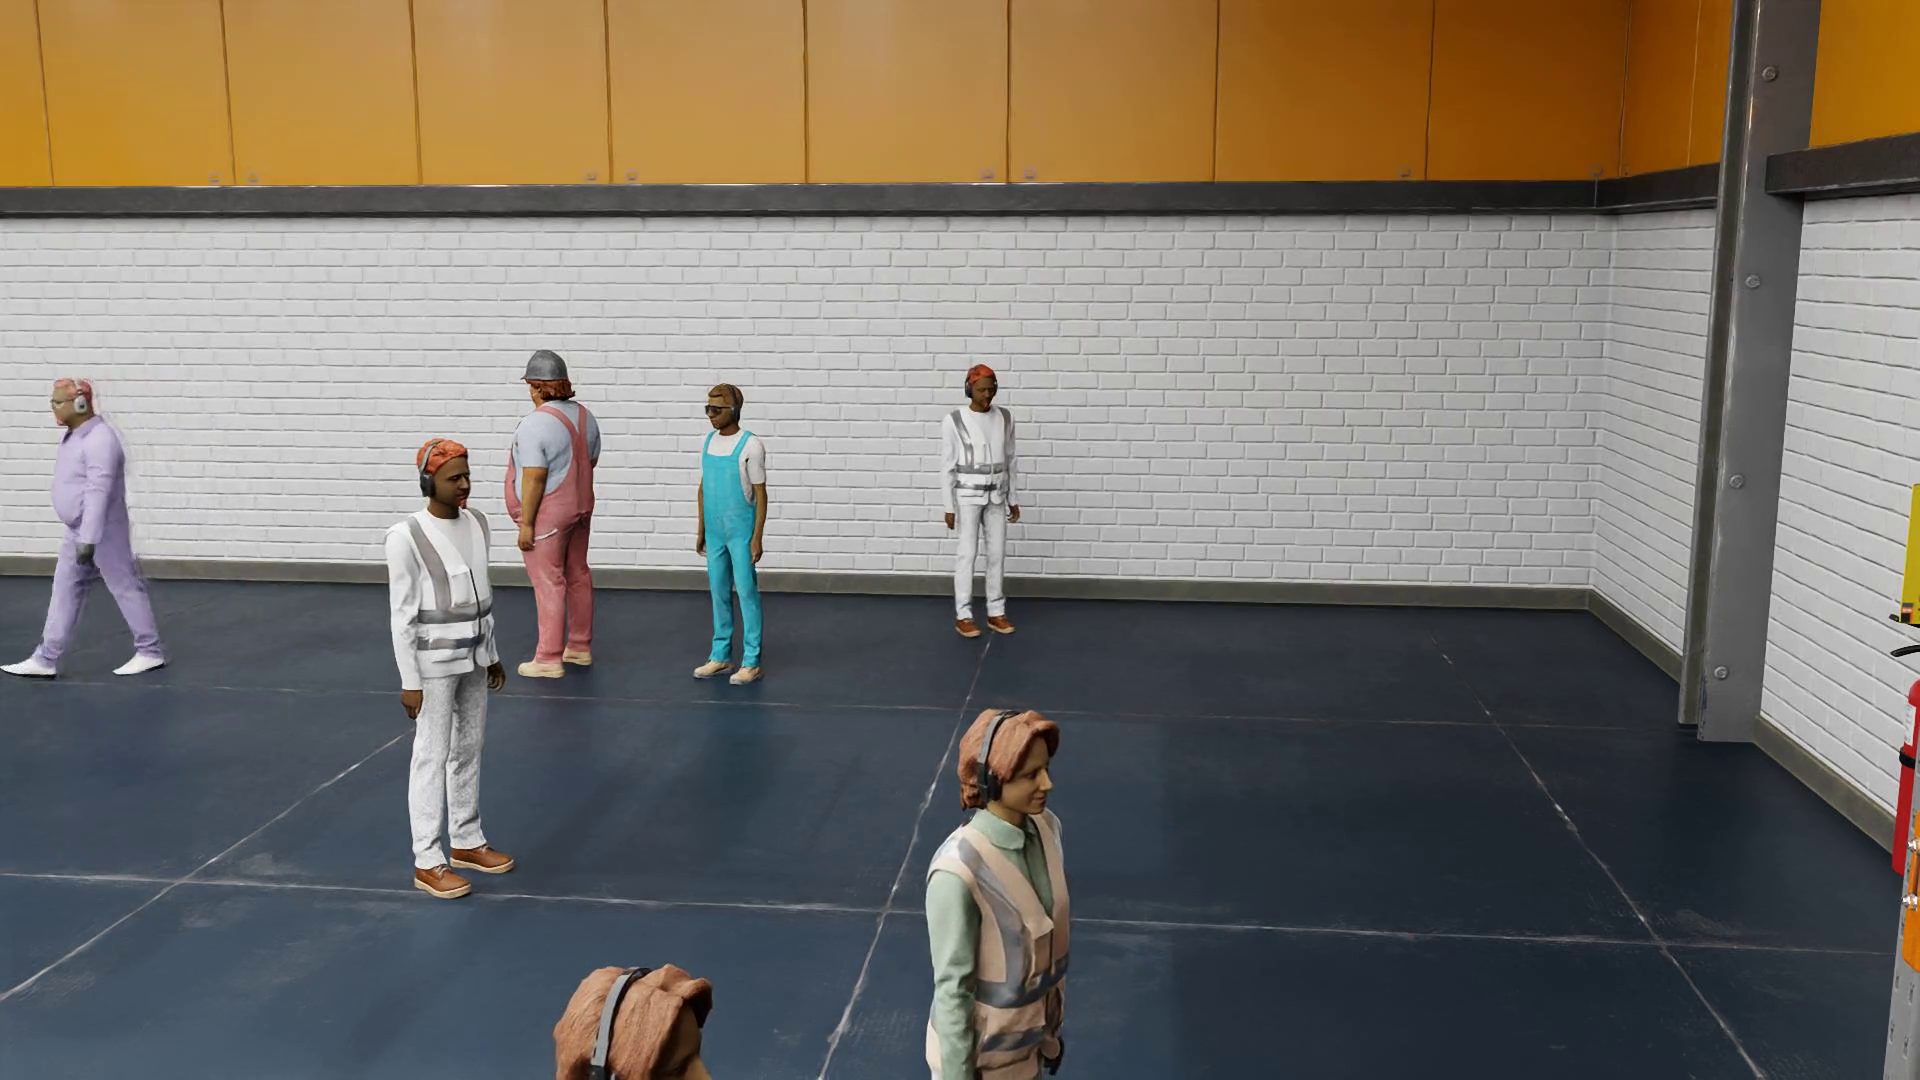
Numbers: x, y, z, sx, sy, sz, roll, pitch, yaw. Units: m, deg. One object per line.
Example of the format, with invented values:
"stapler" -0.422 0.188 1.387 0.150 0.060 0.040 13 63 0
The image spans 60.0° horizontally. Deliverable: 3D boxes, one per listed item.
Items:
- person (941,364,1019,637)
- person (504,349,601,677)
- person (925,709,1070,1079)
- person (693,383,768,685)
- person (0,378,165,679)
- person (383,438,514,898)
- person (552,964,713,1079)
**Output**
"person" 0.138 -0.271 11.440 0.585 1.879 0.355 -6 11 -29
"person" -2.578 -0.173 10.401 0.538 2.000 0.687 4 11 21
"person" 0.088 1.179 3.803 0.314 1.641 0.515 5 11 29
"person" -1.412 -0.038 10.188 0.514 1.844 0.333 6 12 33
"person" -5.407 -0.047 10.170 0.669 1.861 0.947 9 14 43
"person" -2.112 0.517 6.899 0.340 1.882 0.585 4 11 22
"person" -0.471 1.412 2.473 0.310 1.642 0.514 2 10 9
